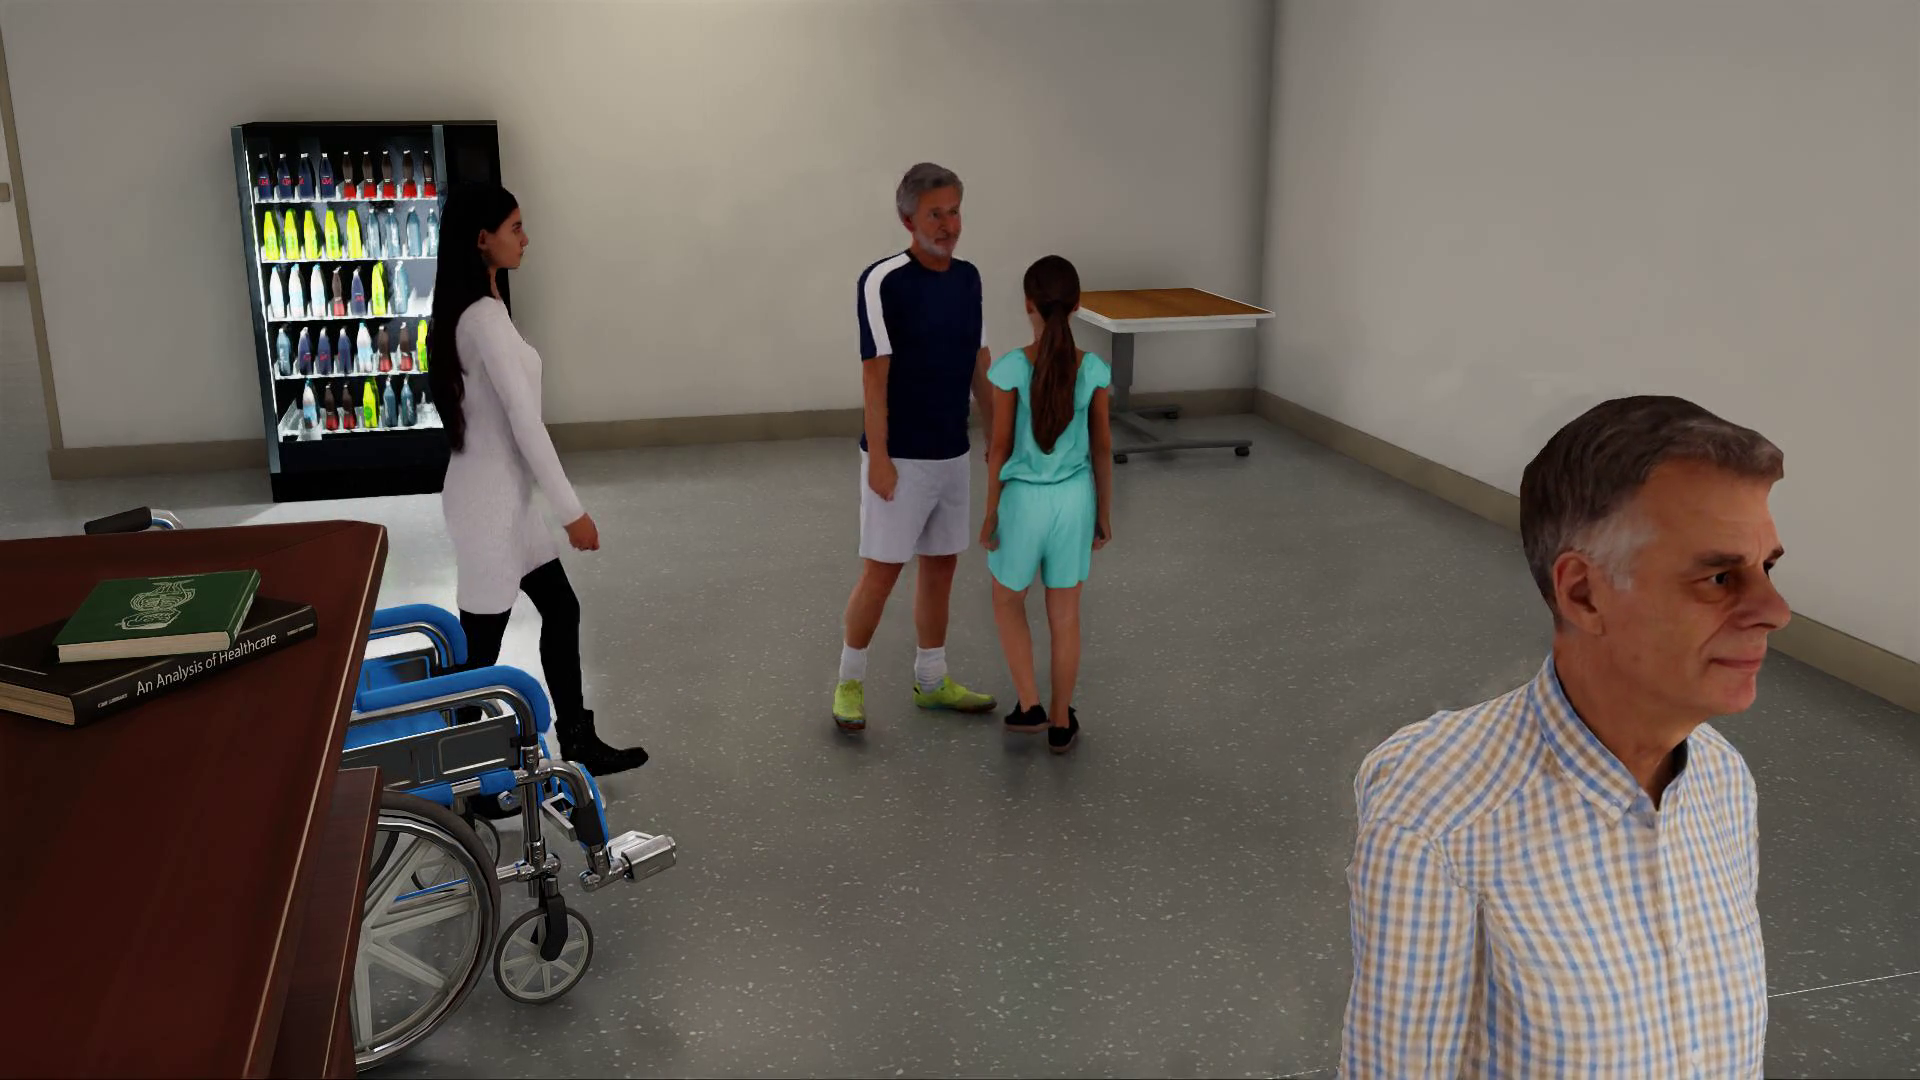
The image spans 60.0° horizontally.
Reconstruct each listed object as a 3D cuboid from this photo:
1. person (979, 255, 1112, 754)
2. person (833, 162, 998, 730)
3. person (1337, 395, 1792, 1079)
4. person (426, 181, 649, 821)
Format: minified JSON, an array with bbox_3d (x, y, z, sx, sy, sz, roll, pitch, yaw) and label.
[{"bbox_3d":[0.260,-0.083,5.098,0.499,1.552,0.649,-1,16,-5],"label":"person"},{"bbox_3d":[-0.157,-0.291,5.322,0.974,1.831,0.832,11,19,33],"label":"person"},{"bbox_3d":[0.536,0.734,1.737,0.971,1.804,0.777,-6,17,-22],"label":"person"},{"bbox_3d":[-1.368,-0.045,4.530,0.858,1.787,0.654,-6,17,-19],"label":"person"}]
